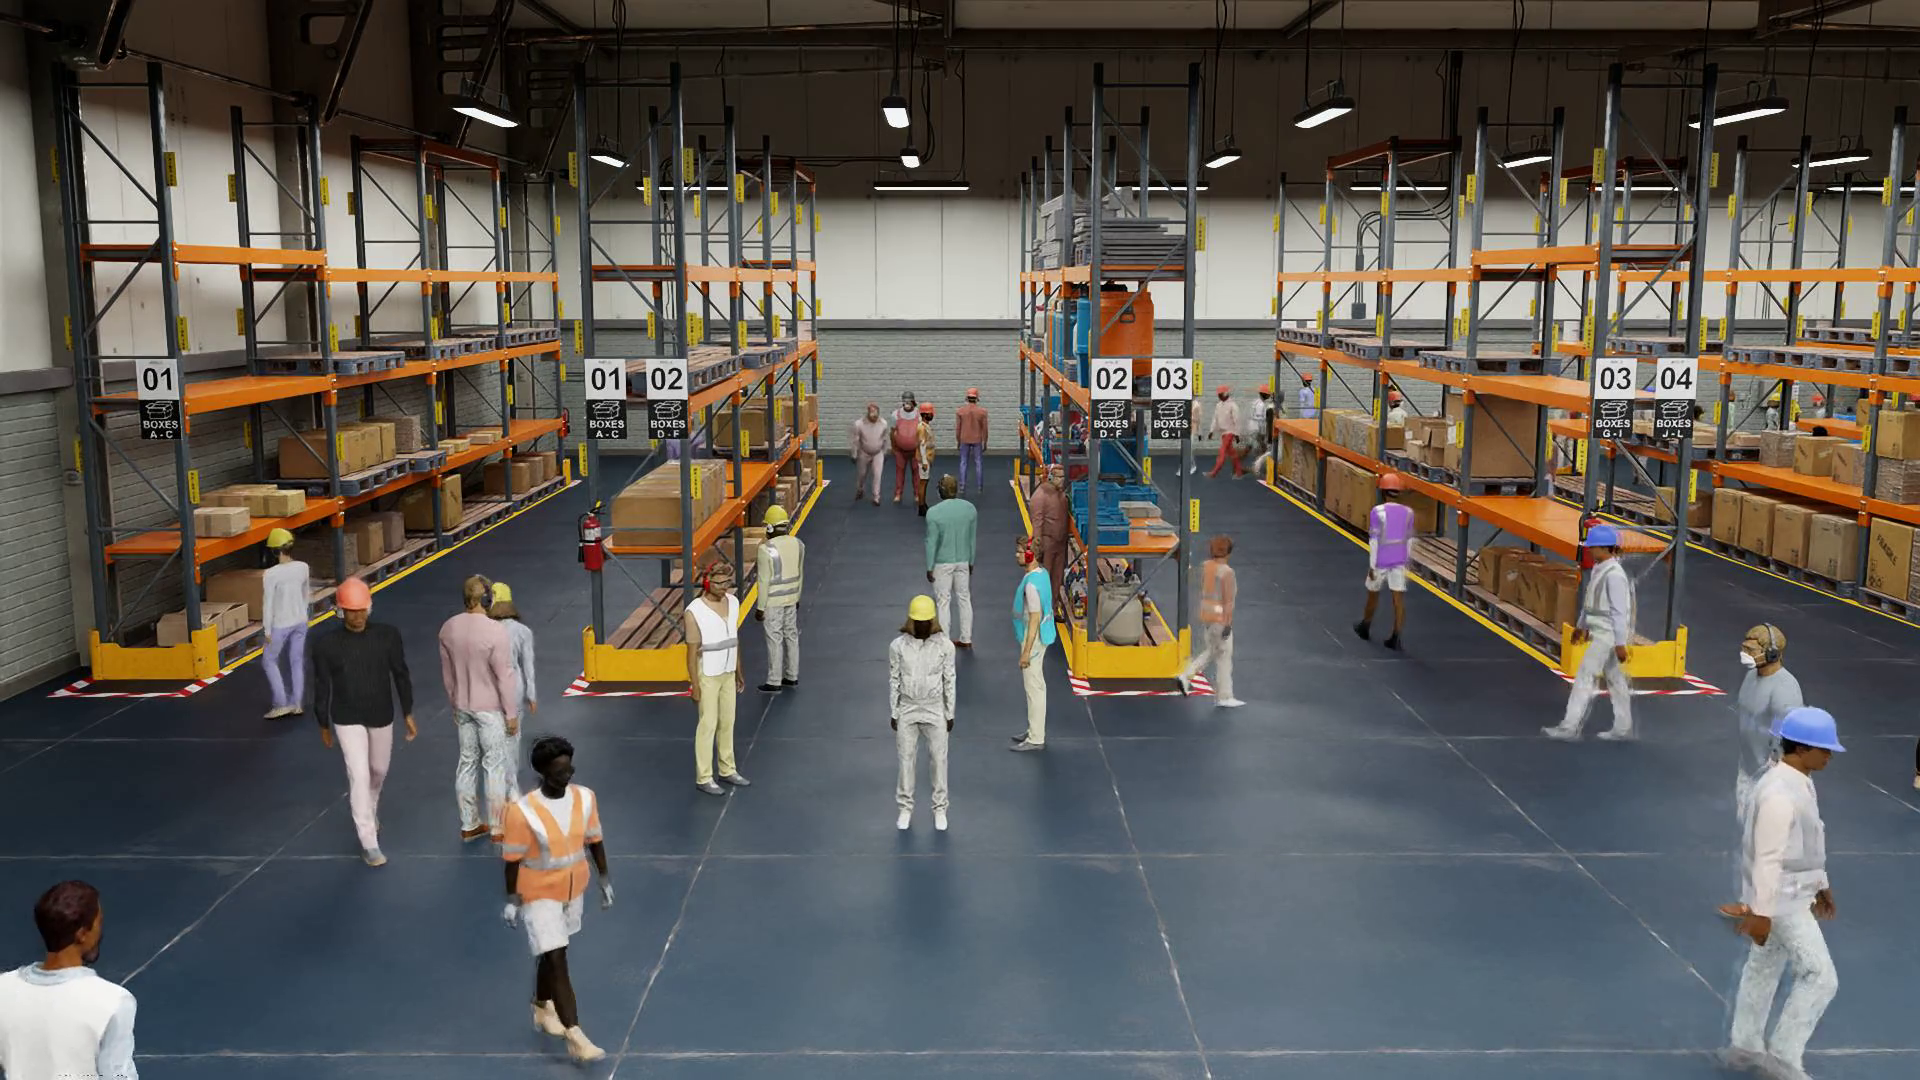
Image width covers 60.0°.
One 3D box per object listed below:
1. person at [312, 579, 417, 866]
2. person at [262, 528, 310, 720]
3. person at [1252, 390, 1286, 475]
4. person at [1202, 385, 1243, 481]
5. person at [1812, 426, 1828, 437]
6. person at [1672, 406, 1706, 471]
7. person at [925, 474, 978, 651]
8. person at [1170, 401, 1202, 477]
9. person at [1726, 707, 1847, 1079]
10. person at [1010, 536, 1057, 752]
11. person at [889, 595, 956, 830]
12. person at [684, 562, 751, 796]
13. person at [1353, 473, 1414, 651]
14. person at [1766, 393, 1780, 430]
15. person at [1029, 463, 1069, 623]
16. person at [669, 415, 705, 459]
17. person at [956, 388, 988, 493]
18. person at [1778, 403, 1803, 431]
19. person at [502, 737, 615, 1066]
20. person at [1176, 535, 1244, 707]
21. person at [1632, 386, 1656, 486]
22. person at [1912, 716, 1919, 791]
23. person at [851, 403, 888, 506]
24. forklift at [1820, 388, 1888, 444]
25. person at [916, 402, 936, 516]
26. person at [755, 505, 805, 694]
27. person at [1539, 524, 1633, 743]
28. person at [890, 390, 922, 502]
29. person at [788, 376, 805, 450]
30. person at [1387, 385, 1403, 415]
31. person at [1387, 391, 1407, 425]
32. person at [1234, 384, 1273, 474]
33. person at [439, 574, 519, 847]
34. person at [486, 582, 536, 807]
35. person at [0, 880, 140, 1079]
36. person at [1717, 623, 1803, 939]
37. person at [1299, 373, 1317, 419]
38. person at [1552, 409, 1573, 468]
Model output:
[{"bbox_3d":[-4.191,1.211,11.655,0.616,1.961,0.981,-6,10,-32],"label":"person"},{"bbox_3d":[-6.146,0.761,15.149,0.363,1.765,0.546,5,10,28],"label":"person"},{"bbox_3d":[6.316,-2.140,33.676,0.760,1.820,0.626,4,10,26],"label":"person"},{"bbox_3d":[5.274,-2.134,33.228,1.084,1.917,0.617,-4,10,-25],"label":"person"},{"bbox_3d":[13.710,-0.978,26.563,0.320,1.695,0.534,4,10,24],"label":"person"},{"bbox_3d":[12.767,-1.440,29.101,0.596,1.828,0.648,5,10,29],"label":"person"},{"bbox_3d":[-0.099,0.257,17.856,0.629,1.933,0.364,-5,10,-30],"label":"person"},{"bbox_3d":[4.660,-2.243,34.140,0.610,1.874,1.004,6,11,35],"label":"person"},{"bbox_3d":[4.119,1.761,8.170,0.604,1.918,0.600,5,10,27],"label":"person"},{"bbox_3d":[0.621,0.878,14.123,0.390,1.846,0.564,1,9,7],"label":"person"},{"bbox_3d":[-0.275,1.251,12.076,0.485,1.737,0.322,1,9,4],"label":"person"},{"bbox_3d":[-1.920,1.067,12.960,0.401,1.831,0.571,5,10,31],"label":"person"},{"bbox_3d":[4.659,0.214,18.241,0.564,1.888,0.963,-2,9,-13],"label":"person"},{"bbox_3d":[16.468,-2.109,33.699,0.311,1.735,0.483,5,10,29],"label":"person"},{"bbox_3d":[1.066,0.060,19.233,0.400,1.900,0.646,6,11,34],"label":"person"},{"bbox_3d":[-4.347,-1.062,26.381,0.628,1.917,0.872,5,10,27],"label":"person"},{"bbox_3d":[0.225,-1.873,31.384,0.610,1.990,0.407,1,9,6],"label":"person"},{"bbox_3d":[14.777,-1.527,29.632,0.404,1.833,0.590,1,9,6],"label":"person"},{"bbox_3d":[-2.003,1.834,8.526,0.820,1.656,0.557,7,12,40],"label":"person"},{"bbox_3d":[2.348,0.759,15.581,0.516,1.621,0.555,-3,9,-21],"label":"person"},{"bbox_3d":[13.397,-2.028,32.496,0.401,1.943,0.615,1,9,6],"label":"person"},{"bbox_3d":[7.593,1.157,12.802,0.316,1.695,0.542,1,9,9],"label":"person"},{"bbox_3d":[-1.635,-1.574,29.922,0.662,1.850,1.004,-2,9,-12],"label":"person"},{"bbox_3d":[20.072,-3.110,36.462,1.873,2.768,1.129,0,9,0],"label":"forklift"},{"bbox_3d":[-0.568,-1.373,28.306,0.359,1.938,0.545,1,9,5],"label":"person"},{"bbox_3d":[-1.767,0.575,16.113,0.403,1.833,0.591,6,11,36],"label":"person"},{"bbox_3d":[5.428,0.812,14.337,0.906,1.908,0.616,2,9,13],"label":"person"},{"bbox_3d":[-0.922,-1.685,29.984,0.684,2.000,0.535,1,9,4],"label":"person"},{"bbox_3d":[-3.583,-2.635,36.460,0.365,1.928,0.585,3,9,17],"label":"person"},{"bbox_3d":[8.966,-2.284,34.444,0.330,1.861,0.497,-5,10,-28],"label":"person"},{"bbox_3d":[7.918,-1.714,30.339,0.401,1.986,0.612,7,12,40],"label":"person"},{"bbox_3d":[6.173,-2.274,34.282,1.051,1.870,0.577,3,9,18],"label":"person"},{"bbox_3d":[-3.371,1.200,11.753,0.630,1.940,0.373,5,10,27],"label":"person"},{"bbox_3d":[-3.469,1.177,12.710,0.475,1.690,0.910,-5,10,-28],"label":"person"},{"bbox_3d":[-3.112,2.125,5.948,0.593,1.901,0.589,2,9,10],"label":"person"},{"bbox_3d":[4.905,1.457,10.150,0.378,1.931,0.625,1,9,6],"label":"person"},{"bbox_3d":[7.851,-2.820,37.643,0.542,1.929,0.381,-6,11,-34],"label":"person"},{"bbox_3d":[12.263,-2.219,33.777,0.604,1.934,0.413,-6,11,-35],"label":"person"}]
